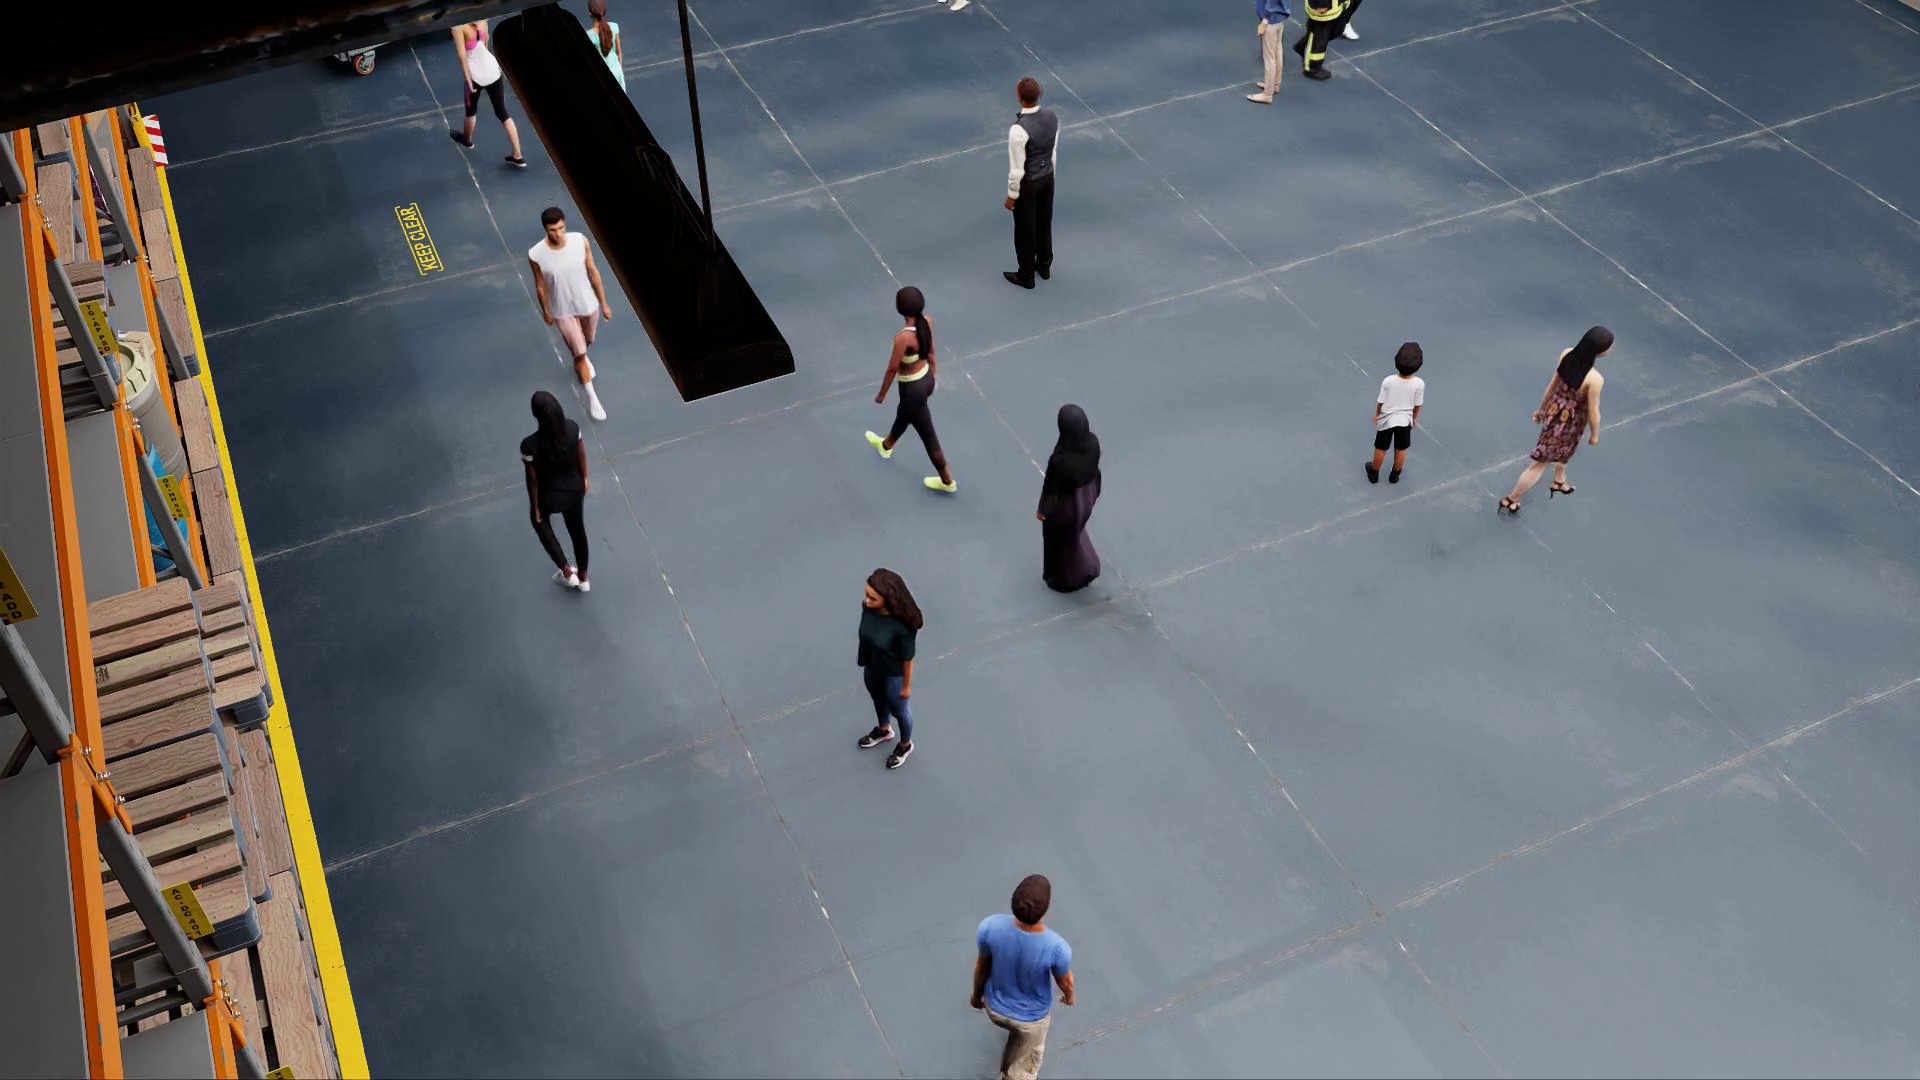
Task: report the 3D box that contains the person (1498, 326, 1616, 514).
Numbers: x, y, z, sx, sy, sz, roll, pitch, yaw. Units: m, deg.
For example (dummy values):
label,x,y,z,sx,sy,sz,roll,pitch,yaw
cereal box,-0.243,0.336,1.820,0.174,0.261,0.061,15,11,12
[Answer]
label,x,y,z,sx,sy,sz,roll,pitch,yaw
person,4.221,-0.781,11.877,0.718,1.742,0.845,-17,46,-17

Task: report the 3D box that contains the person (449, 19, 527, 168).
label,x,y,z,sx,sy,sz,roll,pitch,yaw
person,-4.392,-4.290,15.561,1.211,1.739,0.987,26,49,25

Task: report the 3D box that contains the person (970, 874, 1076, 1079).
label,x,y,z,sx,sy,sz,roll,pitch,yaw
person,0.258,2.420,8.446,1.133,1.838,1.150,17,46,17

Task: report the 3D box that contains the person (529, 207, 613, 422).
label,x,y,z,sx,sy,sz,roll,pitch,yaw
person,-3.036,-1.884,13.030,0.706,1.747,1.133,-20,47,-20

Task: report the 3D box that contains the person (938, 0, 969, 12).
label,x,y,z,sx,sy,sz,roll,pitch,yaw
person,-0.037,-6.550,17.967,0.749,1.693,0.616,-18,46,-18

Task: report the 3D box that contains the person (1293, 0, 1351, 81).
label,x,y,z,sx,sy,sz,roll,pitch,yaw
person,3.643,-5.567,16.784,0.999,1.901,0.970,24,48,23

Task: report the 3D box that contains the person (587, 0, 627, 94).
label,x,y,z,sx,sy,sz,roll,pitch,yaw
person,-3.365,-4.447,15.857,0.647,1.558,0.623,34,53,30

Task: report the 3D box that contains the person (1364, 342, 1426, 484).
label,x,y,z,sx,sy,sz,roll,pitch,yaw
person,3.254,-0.935,12.386,0.575,1.262,0.618,4,44,5

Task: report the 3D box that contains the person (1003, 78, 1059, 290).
label,x,y,z,sx,sy,sz,roll,pitch,yaw
person,0.612,-3.015,14.094,0.752,1.918,0.694,-32,52,-29

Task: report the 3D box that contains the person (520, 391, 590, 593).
label,x,y,z,sx,sy,sz,roll,pitch,yaw
person,-2.695,-0.273,11.355,0.714,1.724,0.721,-30,51,-28

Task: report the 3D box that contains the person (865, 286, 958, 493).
label,x,y,z,sx,sy,sz,roll,pitch,yaw
person,-0.252,-1.043,12.177,1.181,1.707,0.972,24,49,23

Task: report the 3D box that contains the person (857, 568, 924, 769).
label,x,y,z,sx,sy,sz,roll,pitch,yaw
person,-0.449,0.780,10.329,0.740,1.616,0.635,-33,52,-30

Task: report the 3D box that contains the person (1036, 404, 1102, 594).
label,x,y,z,sx,sy,sz,roll,pitch,yaw
person,0.807,-0.230,11.396,0.864,1.606,0.750,34,53,30

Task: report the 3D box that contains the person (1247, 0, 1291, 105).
label,x,y,z,sx,sy,sz,roll,pitch,yaw
person,3.123,-5.177,16.524,0.750,1.697,0.712,20,47,19
